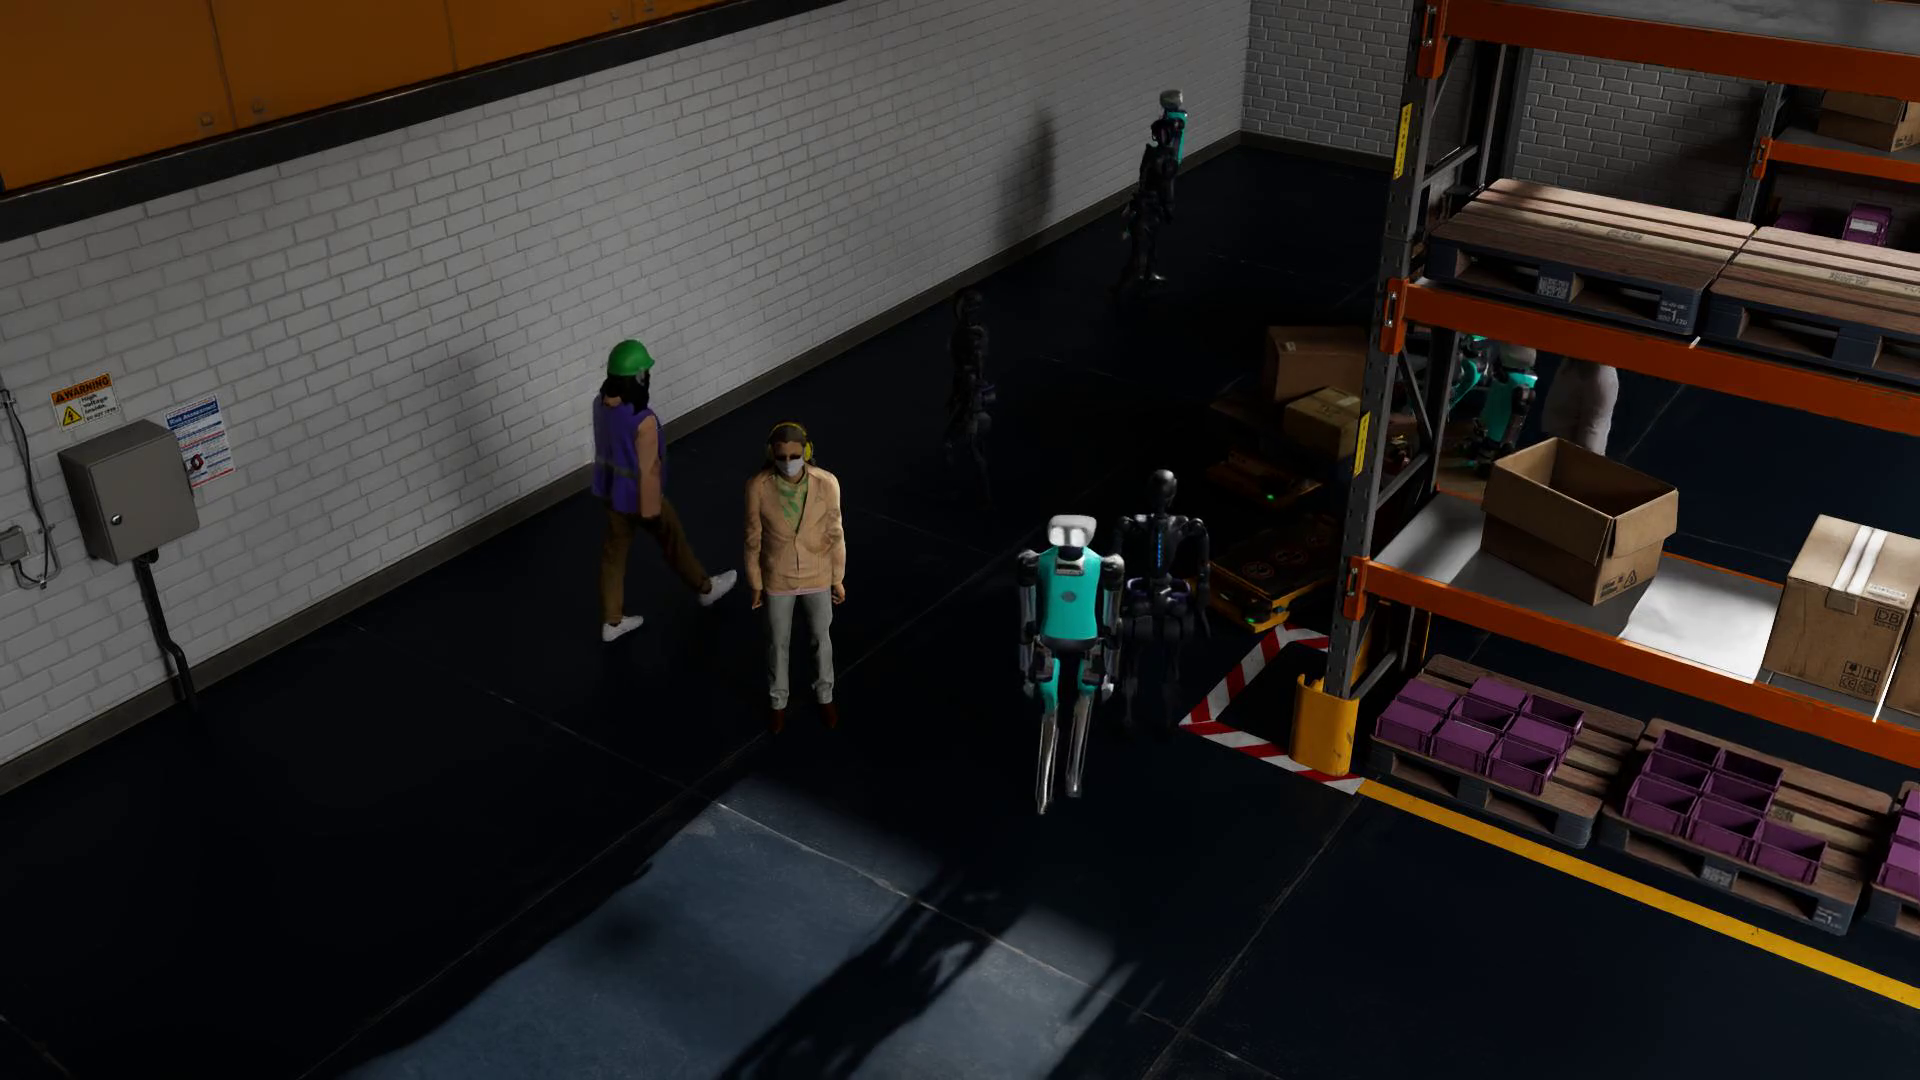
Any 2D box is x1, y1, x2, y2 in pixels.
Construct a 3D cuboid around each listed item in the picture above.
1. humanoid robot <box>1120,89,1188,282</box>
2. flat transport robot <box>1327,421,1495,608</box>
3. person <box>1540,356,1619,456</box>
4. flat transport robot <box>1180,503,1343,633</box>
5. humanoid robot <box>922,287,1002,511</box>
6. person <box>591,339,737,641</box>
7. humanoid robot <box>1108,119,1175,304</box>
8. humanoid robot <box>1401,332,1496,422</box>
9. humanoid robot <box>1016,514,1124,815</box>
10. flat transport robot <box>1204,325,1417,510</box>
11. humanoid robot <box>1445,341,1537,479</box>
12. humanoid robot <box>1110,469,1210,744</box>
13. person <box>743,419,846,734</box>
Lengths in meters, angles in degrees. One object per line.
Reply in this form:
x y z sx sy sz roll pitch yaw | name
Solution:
1.686 -3.160 15.052 0.669 1.799 0.533 0 30 0 | humanoid robot
3.030 0.226 10.647 1.431 0.231 0.659 -2 30 -4 | flat transport robot
3.900 -0.548 10.391 0.861 1.869 0.689 1 30 2 | person
2.165 0.169 10.747 1.431 0.231 0.659 -21 36 -32 | flat transport robot
0.030 -0.922 11.240 0.544 1.650 0.591 -8 31 -14 | humanoid robot
-1.851 -0.342 10.007 0.555 1.884 0.993 24 38 35 | person
1.618 -2.895 14.660 0.457 1.646 0.591 18 35 28 | humanoid robot
3.428 -1.237 11.752 0.536 1.831 0.706 -23 37 -35 | humanoid robot
0.562 0.587 8.544 0.541 1.782 0.784 3 30 6 | humanoid robot
2.510 -0.626 12.125 1.431 0.231 0.659 -23 37 -34 | flat transport robot
3.091 -0.405 10.271 0.893 1.763 0.546 0 30 1 | humanoid robot
1.070 0.364 8.999 0.589 1.646 0.327 3 30 4 | humanoid robot
-0.899 0.190 9.104 0.556 1.877 0.409 -5 30 -8 | person
